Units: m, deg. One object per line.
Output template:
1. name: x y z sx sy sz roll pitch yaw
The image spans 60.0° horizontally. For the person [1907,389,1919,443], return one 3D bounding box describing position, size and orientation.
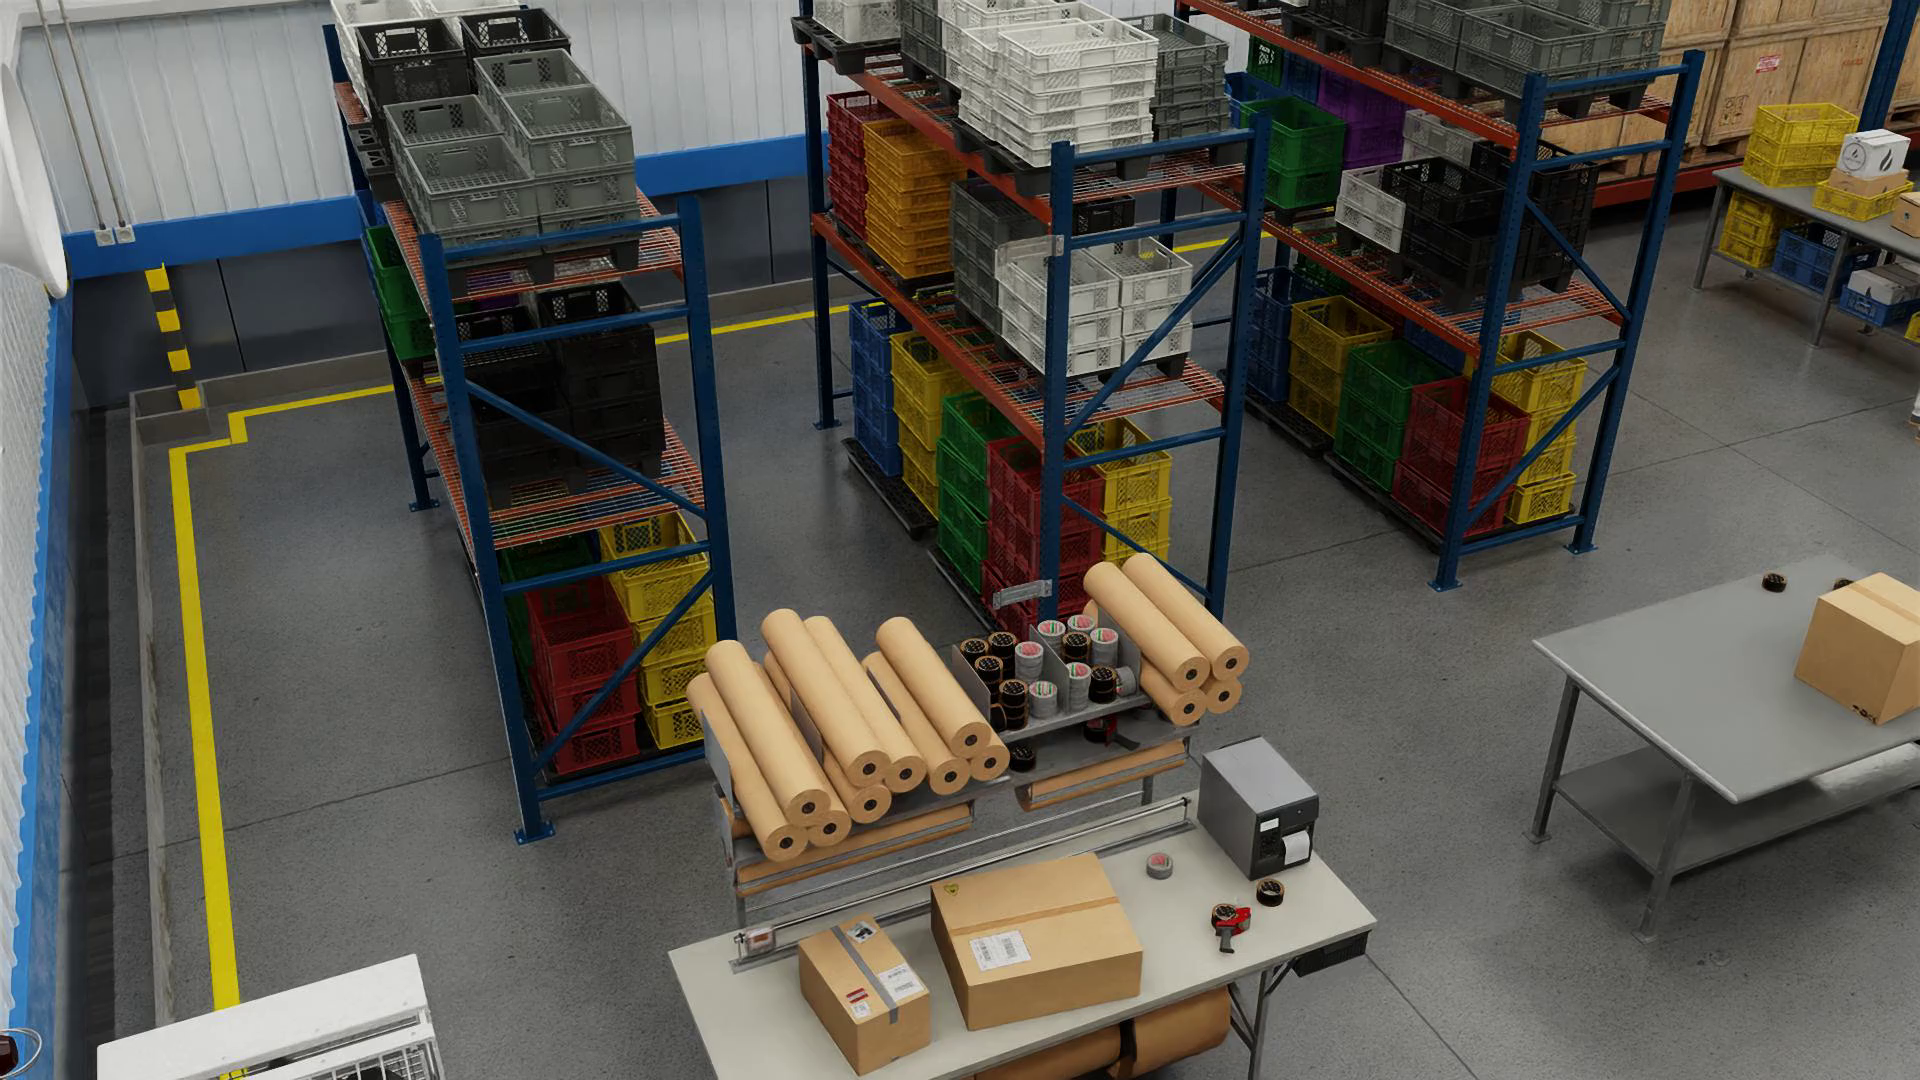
1. person: 6.639 -1.510 10.884 0.354 1.883 0.572 11 33 17
